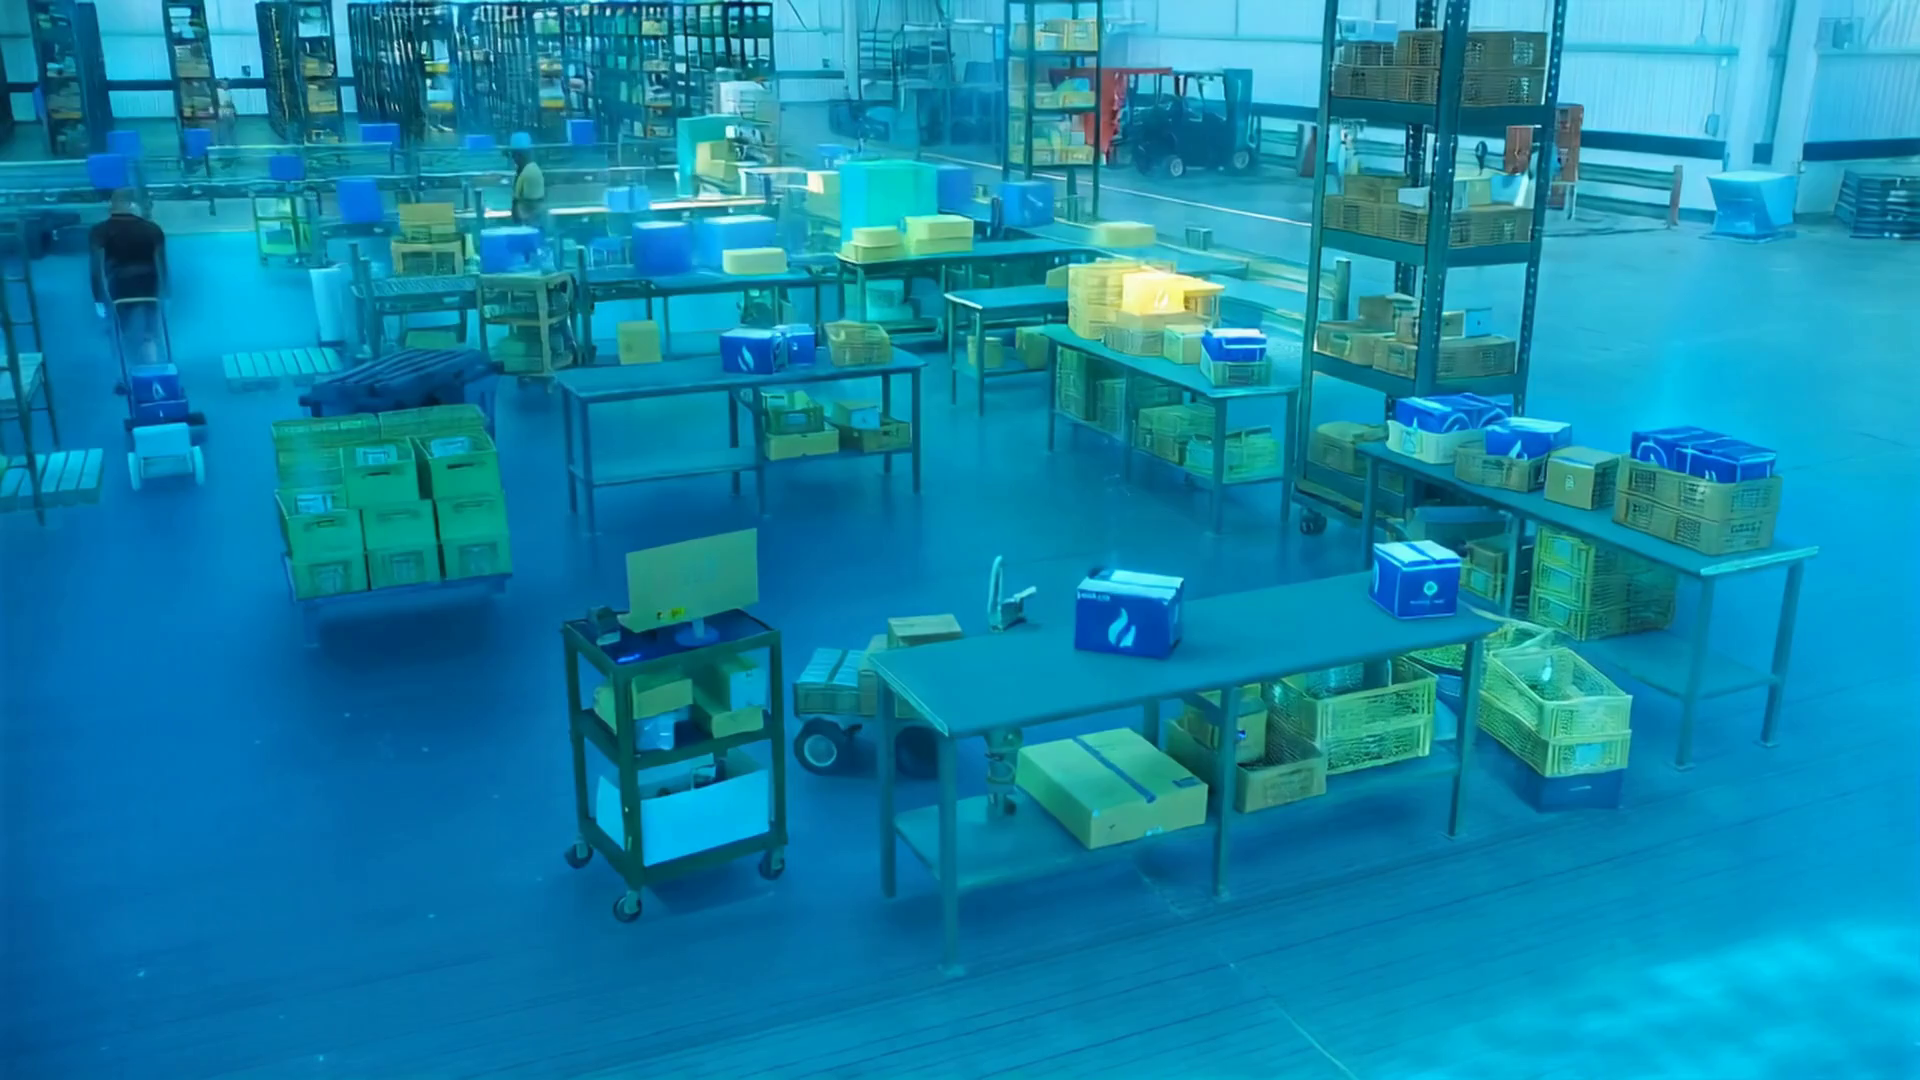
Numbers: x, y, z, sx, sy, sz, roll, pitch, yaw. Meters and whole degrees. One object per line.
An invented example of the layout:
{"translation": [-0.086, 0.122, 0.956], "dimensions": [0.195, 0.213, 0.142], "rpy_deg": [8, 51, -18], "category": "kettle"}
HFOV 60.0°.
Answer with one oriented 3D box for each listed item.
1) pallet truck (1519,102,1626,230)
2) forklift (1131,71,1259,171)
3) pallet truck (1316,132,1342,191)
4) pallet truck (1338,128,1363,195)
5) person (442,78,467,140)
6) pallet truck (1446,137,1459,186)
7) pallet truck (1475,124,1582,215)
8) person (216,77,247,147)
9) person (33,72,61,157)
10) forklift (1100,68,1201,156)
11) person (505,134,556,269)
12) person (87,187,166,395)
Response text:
{"translation": [9.972, -6.037, 26.785], "dimensions": [1.885, 1.965, 0.823], "rpy_deg": [-9, 20, -25], "category": "pallet truck"}
{"translation": [4.998, -8.936, 35.413], "dimensions": [2.680, 1.987, 1.157], "rpy_deg": [-9, 20, -25], "category": "forklift"}
{"translation": [7.723, -7.504, 32.656], "dimensions": [1.601, 1.201, 0.680], "rpy_deg": [-8, 19, -23], "category": "pallet truck"}
{"translation": [7.845, -7.140, 31.411], "dimensions": [1.522, 1.261, 0.704], "rpy_deg": [-9, 20, -25], "category": "pallet truck"}
{"translation": [-13.861, -11.747, 45.105], "dimensions": [0.958, 1.804, 0.586], "rpy_deg": [-8, 19, -23], "category": "person"}
{"translation": [9.184, -6.485, 29.328], "dimensions": [1.630, 1.274, 0.653], "rpy_deg": [-8, 19, -23], "category": "pallet truck"}
{"translation": [9.707, -6.455, 28.103], "dimensions": [1.885, 1.965, 0.823], "rpy_deg": [-7, 19, -20], "category": "pallet truck"}
{"translation": [-18.655, -10.914, 42.495], "dimensions": [0.833, 1.775, 0.684], "rpy_deg": [3, 18, 8], "category": "person"}
{"translation": [-21.884, -10.225, 39.982], "dimensions": [0.623, 1.992, 0.396], "rpy_deg": [-11, 21, -31], "category": "person"}
{"translation": [4.082, -9.564, 37.410], "dimensions": [2.680, 1.987, 1.157], "rpy_deg": [-8, 19, -23], "category": "forklift"}
{"translation": [-5.187, -3.820, 19.821], "dimensions": [1.074, 1.980, 0.642], "rpy_deg": [-11, 21, -32], "category": "person"}
{"translation": [-7.418, -2.195, 14.891], "dimensions": [0.657, 1.877, 0.517], "rpy_deg": [-12, 21, -34], "category": "person"}
